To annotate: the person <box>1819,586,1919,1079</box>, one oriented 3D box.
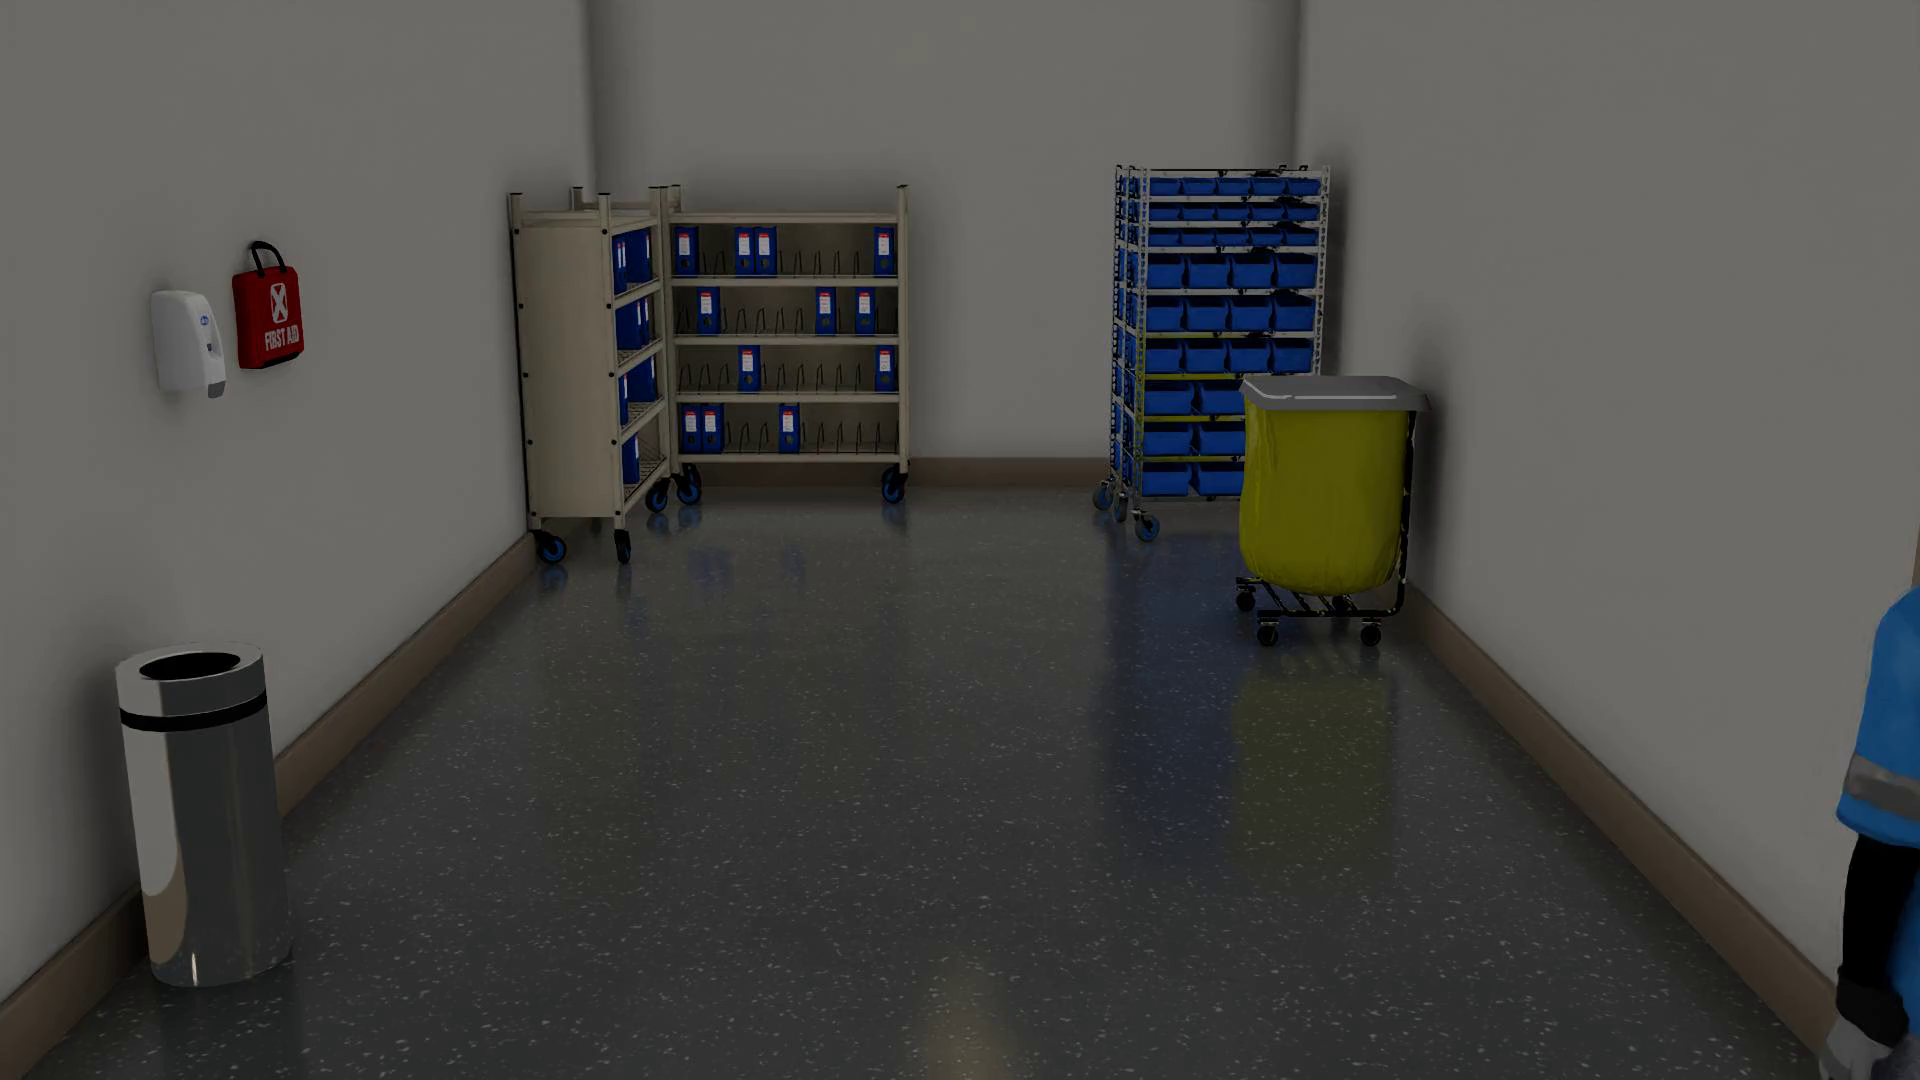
[{"bbox_3d":[1.280,0.571,1.907,0.540,1.687,0.321,4,14,18],"label":"person"}]
